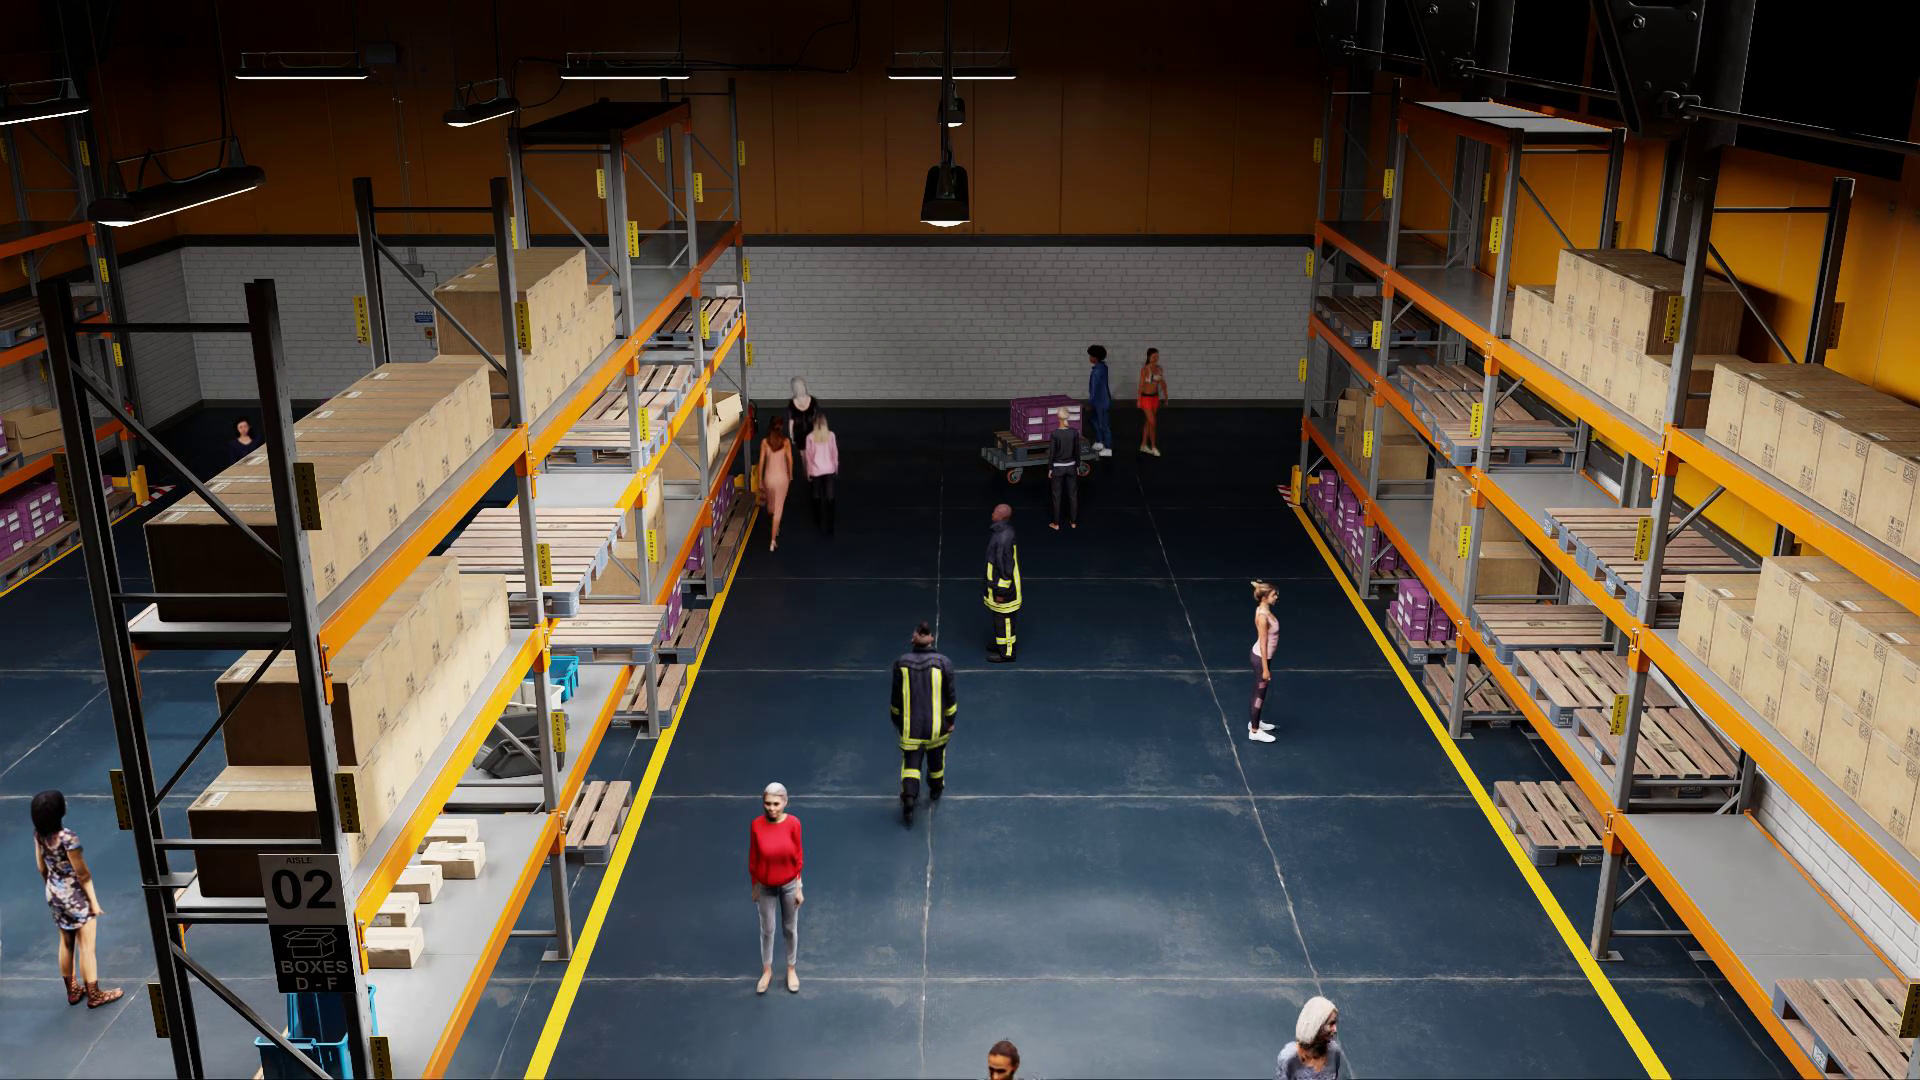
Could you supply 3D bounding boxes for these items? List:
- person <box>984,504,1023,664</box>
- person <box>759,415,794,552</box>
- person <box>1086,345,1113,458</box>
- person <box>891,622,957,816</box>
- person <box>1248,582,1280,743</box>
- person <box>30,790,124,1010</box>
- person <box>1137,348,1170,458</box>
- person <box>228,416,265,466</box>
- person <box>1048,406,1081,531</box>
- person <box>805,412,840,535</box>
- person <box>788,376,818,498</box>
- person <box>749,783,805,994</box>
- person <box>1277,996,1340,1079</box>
[{"bbox_3d":[0.494,0.455,18.512,0.826,1.821,0.633,2,19,6],"label":"person"},{"bbox_3d":[-2.447,-0.719,22.053,0.637,1.786,1.066,1,19,3],"label":"person"},{"bbox_3d":[2.324,-2.199,26.455,0.820,1.782,0.705,4,19,13],"label":"person"},{"bbox_3d":[-0.344,1.617,15.032,0.780,1.840,1.008,1,19,2],"label":"person"},{"bbox_3d":[3.009,1.191,16.610,0.655,1.640,0.530,3,19,8],"label":"person"},{"bbox_3d":[-6.536,2.627,12.200,0.670,1.733,0.654,8,20,23],"label":"person"},{"bbox_3d":[2.978,-2.216,26.530,0.885,1.765,0.938,-14,23,-36],"label":"person"},{"bbox_3d":[-9.615,-0.843,22.570,0.932,1.690,1.171,-8,20,-23],"label":"person"},{"bbox_3d":[1.436,-1.008,23.004,0.661,1.726,0.596,-4,19,-13],"label":"person"},{"bbox_3d":[-1.879,-0.904,22.800,0.787,1.660,1.147,-4,19,-12],"label":"person"},{"bbox_3d":[-2.244,-1.464,24.246,0.801,1.798,0.873,-6,20,-17],"label":"person"},{"bbox_3d":[-1.356,2.581,12.400,0.562,1.693,0.540,-1,19,-4],"label":"person"},{"bbox_3d":[2.021,3.462,9.757,0.657,1.709,0.606,-2,19,-7],"label":"person"}]
